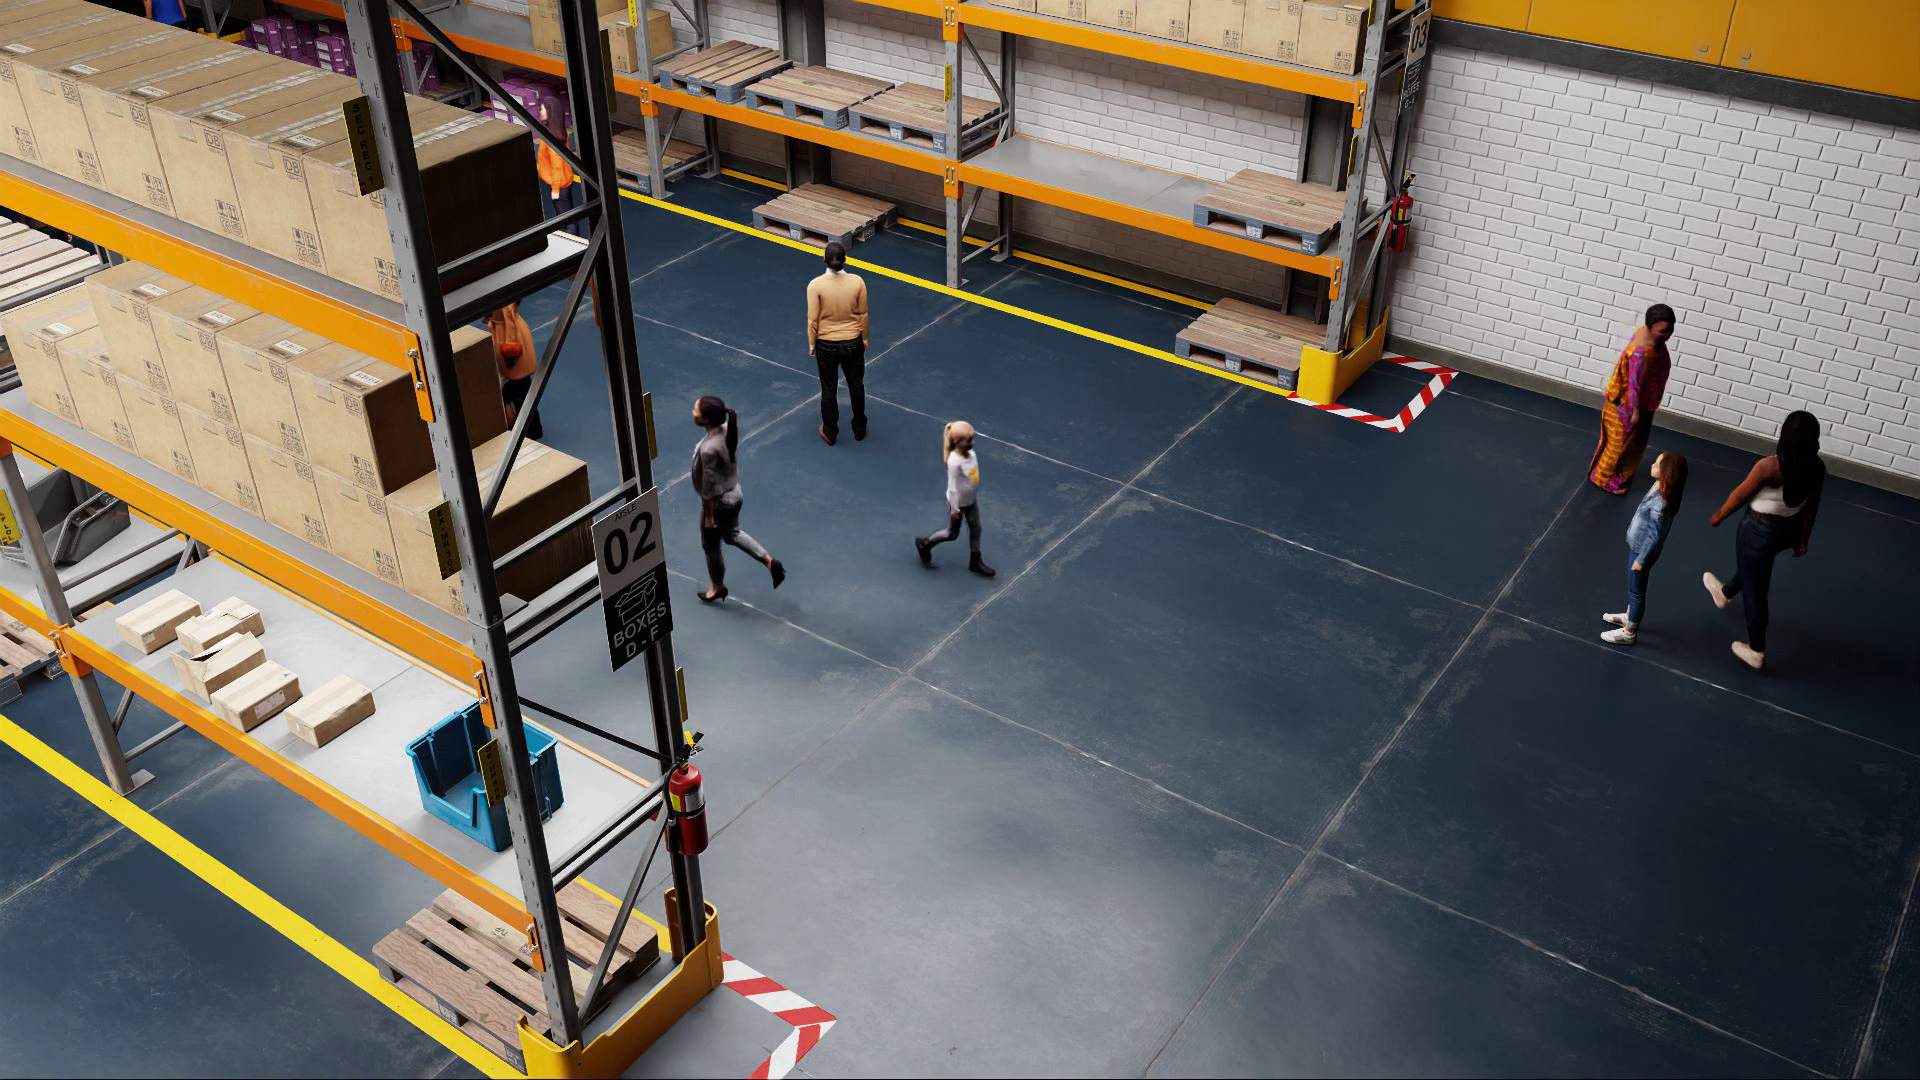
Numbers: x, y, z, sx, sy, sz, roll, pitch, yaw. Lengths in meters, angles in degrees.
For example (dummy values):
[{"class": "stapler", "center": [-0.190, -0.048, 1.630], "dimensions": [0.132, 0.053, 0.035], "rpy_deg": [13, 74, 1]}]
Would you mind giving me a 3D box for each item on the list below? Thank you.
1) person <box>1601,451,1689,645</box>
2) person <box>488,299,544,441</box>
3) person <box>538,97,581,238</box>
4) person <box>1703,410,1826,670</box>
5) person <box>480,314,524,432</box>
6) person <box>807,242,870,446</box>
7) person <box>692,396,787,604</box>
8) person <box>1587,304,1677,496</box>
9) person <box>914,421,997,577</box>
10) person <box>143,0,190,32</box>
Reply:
[{"class": "person", "center": [4.674, 0.046, 11.321], "dimensions": [0.569, 1.476, 0.613], "rpy_deg": [13, 36, 18]}, {"class": "person", "center": [-3.660, -1.615, 13.598], "dimensions": [0.834, 1.722, 0.753], "rpy_deg": [-9, 35, -13]}, {"class": "person", "center": [-3.945, -3.529, 16.454], "dimensions": [0.749, 1.749, 0.709], "rpy_deg": [-2, 34, -3]}, {"class": "person", "center": [5.431, 0.043, 11.070], "dimensions": [1.120, 1.759, 1.217], "rpy_deg": [-8, 34, -12]}, {"class": "person", "center": [-3.777, -1.432, 13.744], "dimensions": [0.547, 1.255, 0.538], "rpy_deg": [9, 35, 13]}, {"class": "person", "center": [-0.989, -1.604, 13.553], "dimensions": [0.754, 1.754, 0.791], "rpy_deg": [-9, 35, -13]}, {"class": "person", "center": [-1.583, -0.244, 11.589], "dimensions": [0.991, 1.662, 0.808], "rpy_deg": [8, 34, 12]}, {"class": "person", "center": [5.239, -1.149, 12.959], "dimensions": [0.764, 1.653, 0.874], "rpy_deg": [8, 34, 11]}, {"class": "person", "center": [-0.052, -0.304, 12.044], "dimensions": [0.862, 1.260, 0.547], "rpy_deg": [17, 37, 23]}, {"class": "person", "center": [-9.875, -6.425, 20.748], "dimensions": [0.967, 1.818, 1.321], "rpy_deg": [-20, 38, -27]}]
